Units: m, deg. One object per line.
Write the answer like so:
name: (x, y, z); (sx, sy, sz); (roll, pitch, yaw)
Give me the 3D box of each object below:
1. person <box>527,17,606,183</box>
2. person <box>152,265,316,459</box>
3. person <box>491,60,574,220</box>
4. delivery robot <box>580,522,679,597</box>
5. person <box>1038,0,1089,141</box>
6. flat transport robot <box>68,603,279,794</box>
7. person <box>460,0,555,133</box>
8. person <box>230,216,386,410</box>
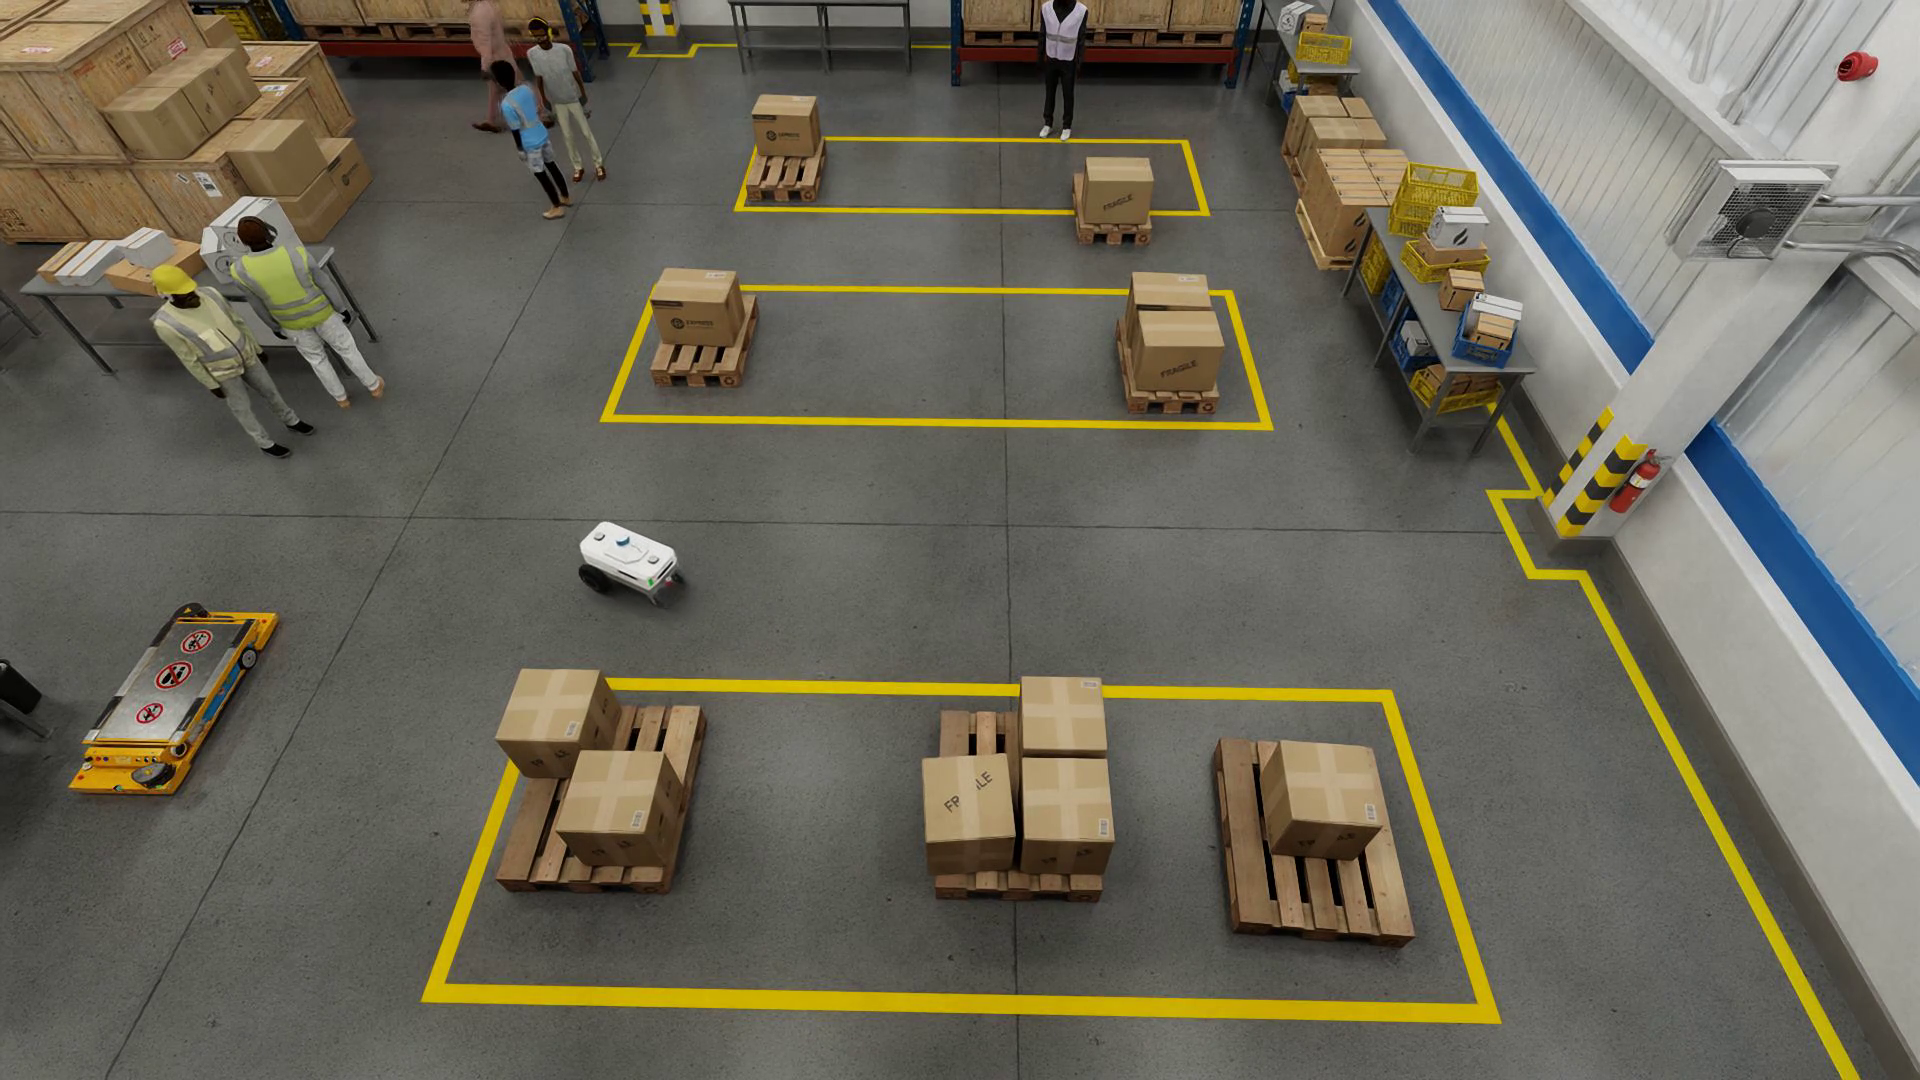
person: (-4.554, -5.061, 10.602); (0.515, 1.863, 0.347); (-8, 50, -7)
person: (-6.036, -1.473, 7.588); (0.403, 1.822, 0.594); (13, 51, 11)
person: (-4.747, -4.424, 10.173); (0.323, 1.689, 0.540); (9, 50, 8)
delivery robot: (-2.518, 0.128, 6.996); (0.707, 0.478, 0.477); (20, 53, 17)
person: (1.244, -5.945, 11.317); (0.592, 1.912, 0.388); (17, 52, 14)
flat transport robot: (-5.504, 1.072, 6.442); (0.652, 0.197, 1.431); (1, 50, 1)
person: (-5.819, -5.980, 11.380); (0.994, 1.850, 0.647); (-24, 54, -19)
person: (-5.684, -1.955, 7.982); (0.633, 1.842, 0.429); (-24, 54, -19)
